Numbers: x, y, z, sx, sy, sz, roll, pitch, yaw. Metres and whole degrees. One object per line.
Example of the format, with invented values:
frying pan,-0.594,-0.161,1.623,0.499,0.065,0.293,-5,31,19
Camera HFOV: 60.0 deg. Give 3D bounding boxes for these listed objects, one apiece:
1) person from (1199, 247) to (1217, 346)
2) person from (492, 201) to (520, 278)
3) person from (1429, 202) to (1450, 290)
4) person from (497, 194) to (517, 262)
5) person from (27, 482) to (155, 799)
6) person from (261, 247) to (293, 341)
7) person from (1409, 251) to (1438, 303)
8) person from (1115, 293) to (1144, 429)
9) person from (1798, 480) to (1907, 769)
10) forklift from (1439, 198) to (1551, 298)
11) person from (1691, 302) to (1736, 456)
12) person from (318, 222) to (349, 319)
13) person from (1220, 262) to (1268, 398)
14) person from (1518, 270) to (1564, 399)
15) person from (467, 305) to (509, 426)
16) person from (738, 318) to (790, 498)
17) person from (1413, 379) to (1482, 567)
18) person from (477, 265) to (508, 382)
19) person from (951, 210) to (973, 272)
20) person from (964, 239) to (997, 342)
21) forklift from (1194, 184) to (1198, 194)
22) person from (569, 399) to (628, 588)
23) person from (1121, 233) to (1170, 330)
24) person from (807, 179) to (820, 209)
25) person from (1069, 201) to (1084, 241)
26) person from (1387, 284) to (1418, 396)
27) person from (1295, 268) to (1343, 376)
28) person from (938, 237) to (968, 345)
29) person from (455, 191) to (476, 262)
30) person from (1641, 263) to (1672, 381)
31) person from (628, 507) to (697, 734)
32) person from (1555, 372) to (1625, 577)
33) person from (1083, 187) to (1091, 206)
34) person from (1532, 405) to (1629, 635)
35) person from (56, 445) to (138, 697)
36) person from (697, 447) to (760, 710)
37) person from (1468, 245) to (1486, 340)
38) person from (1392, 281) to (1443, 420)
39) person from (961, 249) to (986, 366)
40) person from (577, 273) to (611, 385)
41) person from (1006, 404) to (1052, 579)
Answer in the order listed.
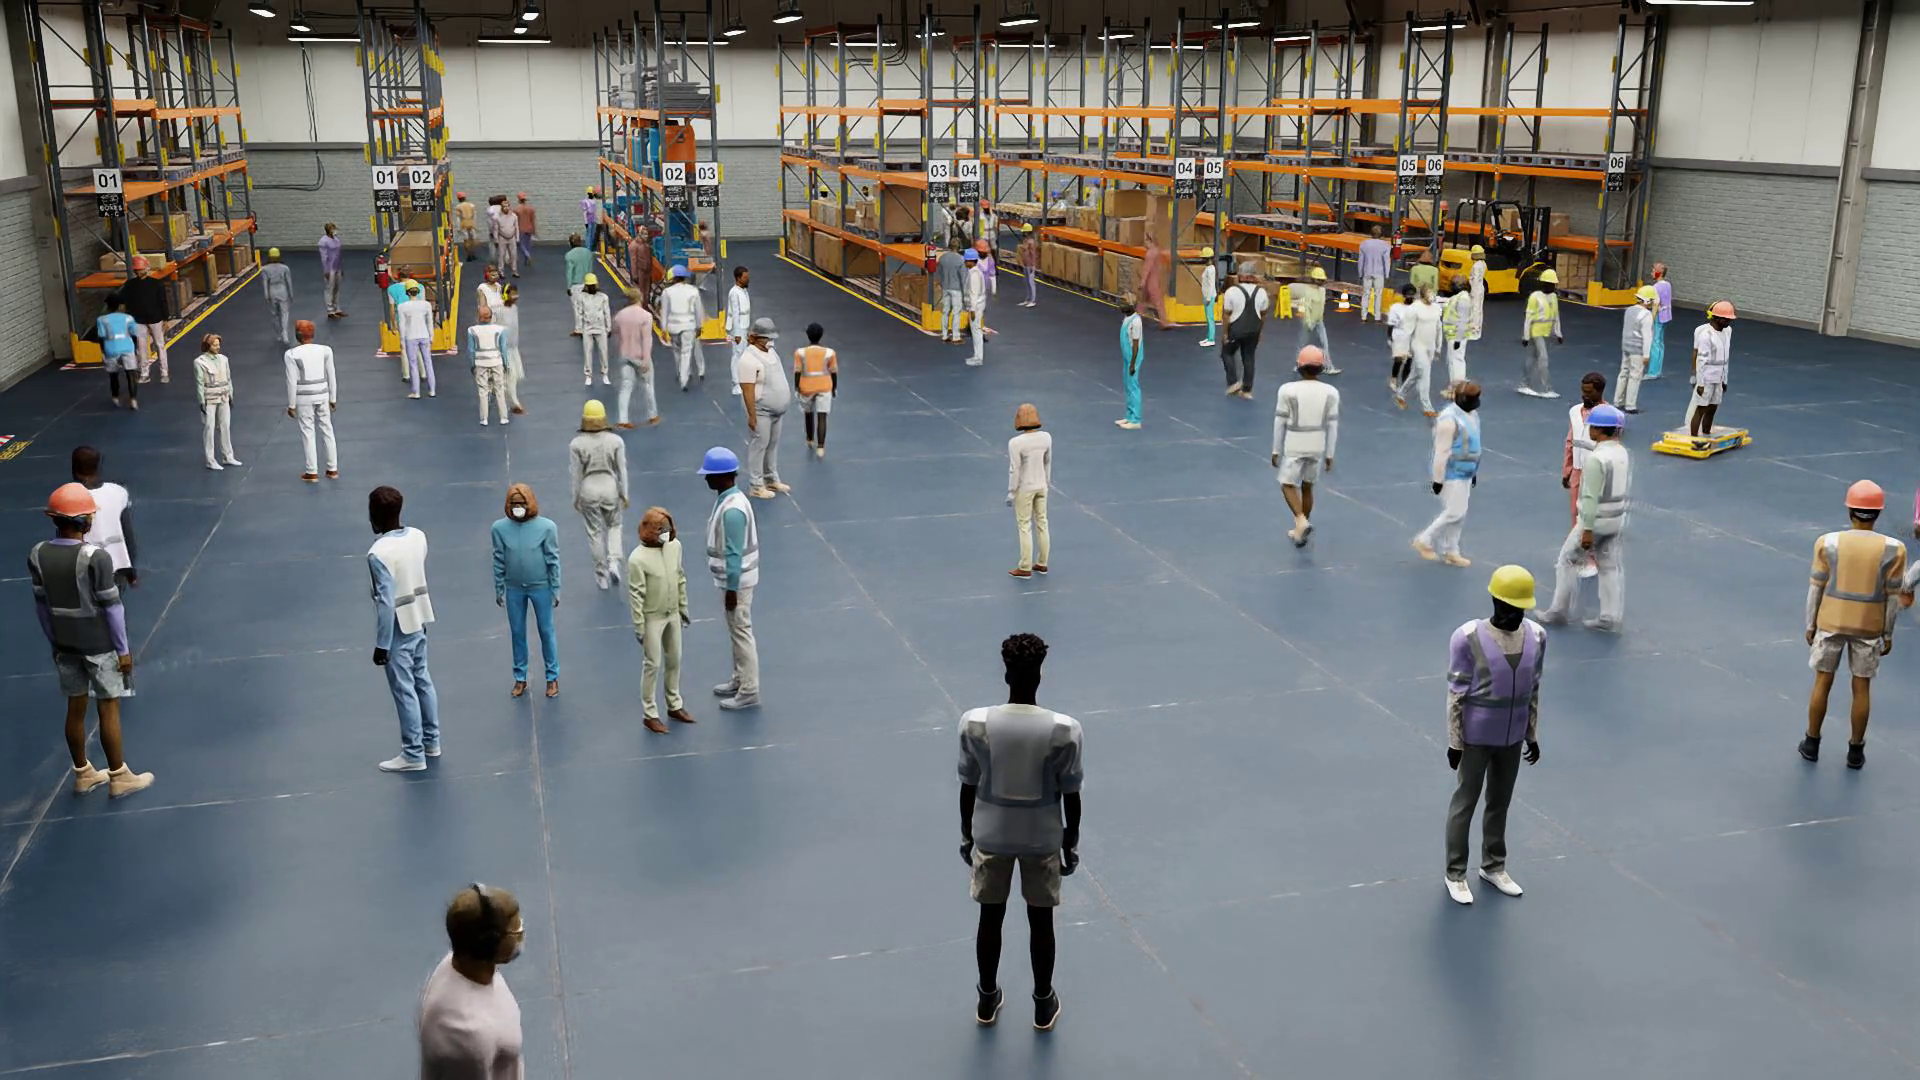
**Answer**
person,4.451,-4.372,29.921,0.324,1.765,0.531,1,15,5
person,-11.219,-7.436,41.206,0.641,1.899,0.394,-9,17,-31
person,11.128,-6.833,38.677,0.411,2.035,0.601,0,15,-1
person,-12.342,-8.495,45.313,0.435,1.831,0.695,1,15,4
person,-5.509,0.641,10.522,0.607,2.044,0.378,4,15,14
person,-12.479,-4.483,30.437,0.492,1.720,0.740,-5,16,-19
person,8.534,-4.512,30.702,0.510,1.632,0.277,4,15,16
person,2.294,-2.411,22.406,0.344,1.837,0.506,-2,15,-8
person,5.924,0.554,11.074,0.545,1.930,0.391,8,17,28
forklift,11.913,-6.508,37.130,2.313,2.155,1.214,-4,15,-15
person,9.367,-1.999,20.671,0.543,1.931,0.387,-9,17,-31
person,-12.691,-5.454,33.657,0.370,1.940,0.627,2,15,9
person,4.192,-3.126,24.699,0.704,2.000,0.538,-4,15,-16
person,8.724,-3.051,24.694,0.599,1.888,0.890,-12,19,-39
person,-6.404,-2.366,22.611,0.511,1.641,0.308,-4,15,-16
person,-2.158,-1.486,18.529,0.535,2.000,0.689,5,16,19
person,4.670,-0.625,15.702,0.465,1.822,0.664,11,18,34
person,-7.360,-3.402,26.146,0.407,1.830,0.576,4,15,13
person,0.100,-6.901,39.388,0.597,1.785,0.832,3,15,10
person,0.305,-4.608,30.589,0.561,1.895,0.842,-11,18,-35
forklift,7.392,-11.333,53.972,1.873,2.768,1.129,-4,15,-15
person,-3.277,-0.421,15.097,0.507,1.727,0.355,-4,15,-15
person,3.631,-4.983,32.060,1.004,1.849,0.658,3,15,12
person,-4.592,-10.264,51.760,0.363,1.934,0.552,7,16,25
person,3.057,-7.839,42.848,0.534,1.826,0.927,-1,15,-6
person,6.659,-2.984,24.835,0.550,1.682,0.370,-1,15,-3
person,5.728,-3.467,26.587,0.545,1.716,0.901,-12,19,-38
person,-0.119,-4.501,30.100,0.623,1.932,0.376,11,18,36
person,-13.467,-8.541,45.339,0.576,1.901,0.529,-12,19,-37
person,10.986,-3.426,26.205,0.396,1.844,0.564,13,20,40
person,-2.099,0.553,11.660,0.293,1.623,0.508,10,18,32
person,5.885,-0.621,15.537,0.407,1.908,0.597,-8,17,-28
person,3.795,-9.813,50.460,0.337,1.736,0.487,0,15,0
person,5.201,-0.184,13.854,0.636,1.916,0.803,-13,20,-41
person,-6.425,0.245,12.324,0.544,1.887,0.589,3,15,10
person,-1.674,0.271,12.123,0.420,1.937,0.610,-4,15,-14
person,9.526,-4.579,30.755,0.308,1.736,0.484,9,17,31
person,6.447,-2.693,23.345,0.640,1.908,0.959,-9,17,-30
person,0.221,-3.885,27.764,0.420,1.939,0.603,0,15,0
person,-5.675,-3.271,25.836,0.494,1.735,0.325,-4,15,-13
person,0.638,-0.454,15.428,0.499,1.632,0.285,-11,19,-37
